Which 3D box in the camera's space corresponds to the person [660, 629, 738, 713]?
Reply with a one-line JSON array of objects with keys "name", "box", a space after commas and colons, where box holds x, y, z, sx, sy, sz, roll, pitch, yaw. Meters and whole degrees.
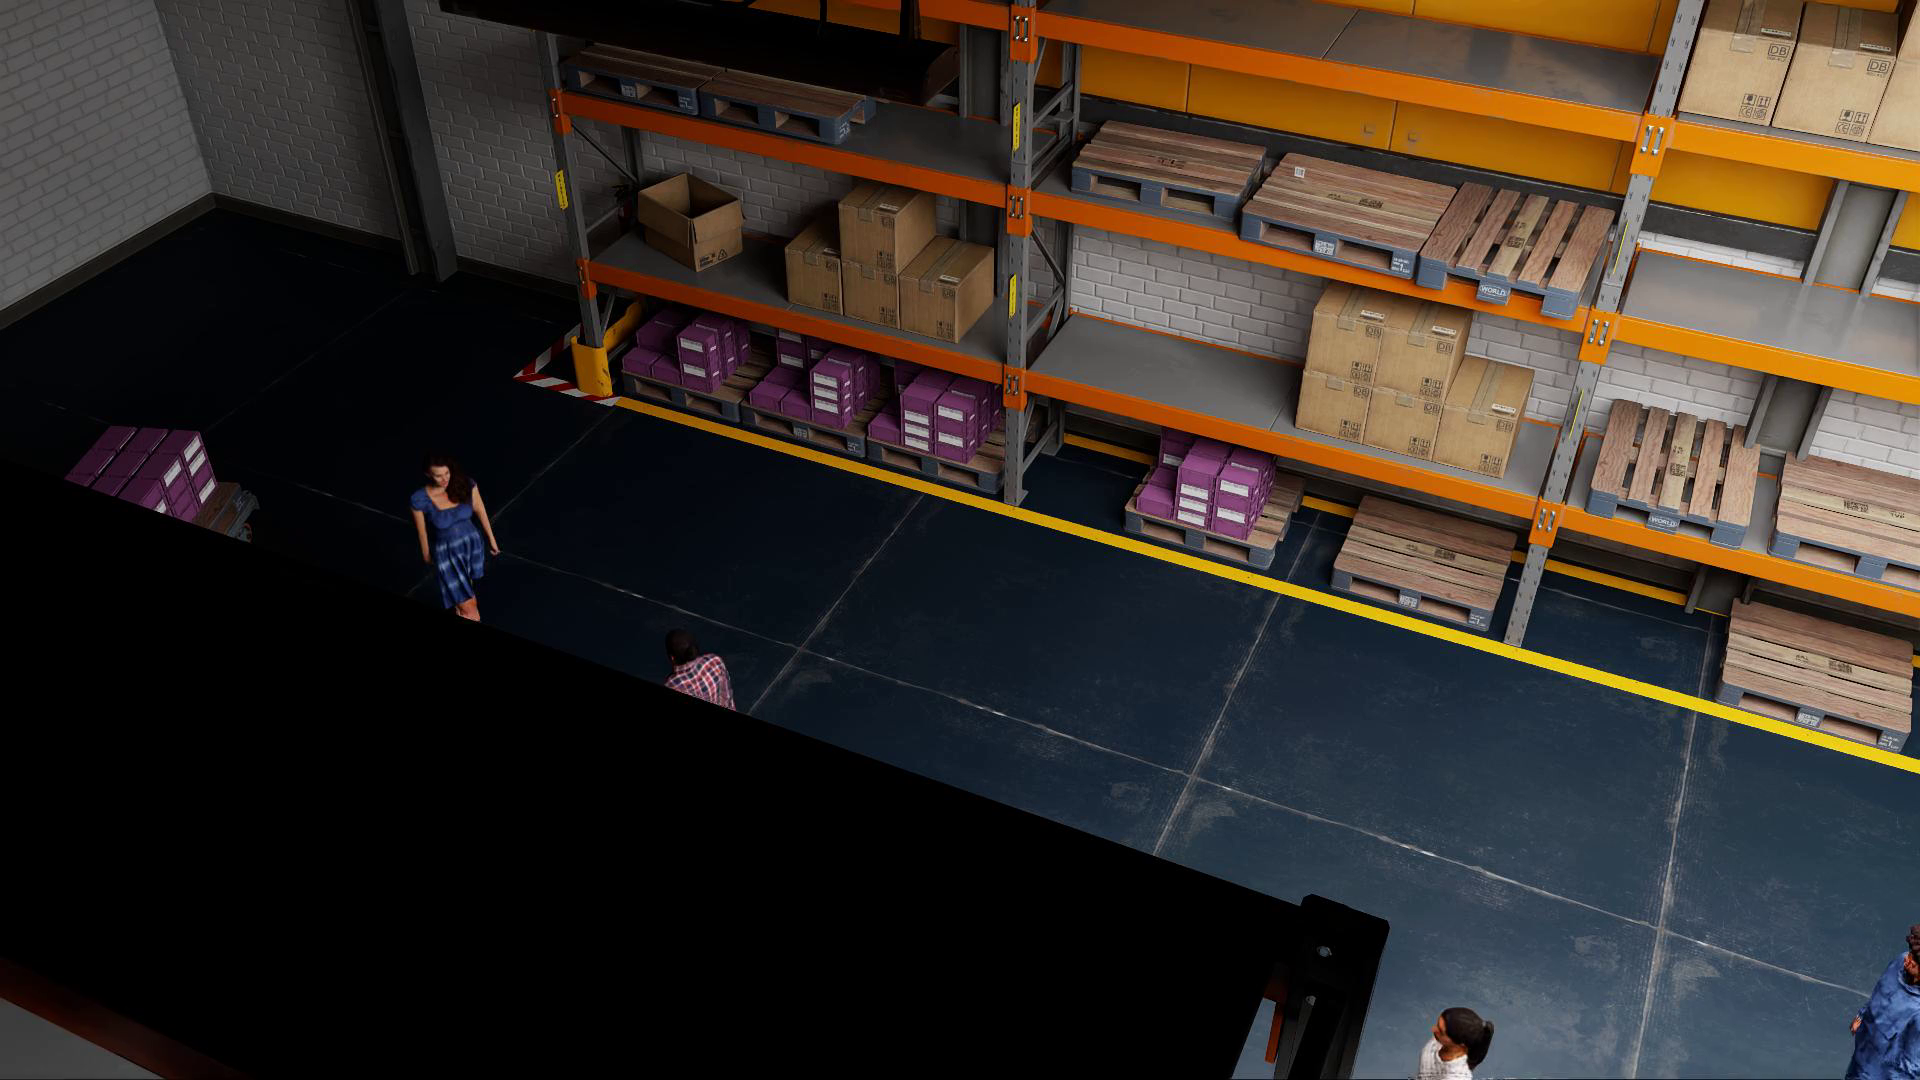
[{"name": "person", "box": [-1.551, 1.253, 10.153, 0.759, 1.750, 0.792, 27, 46, 30]}]

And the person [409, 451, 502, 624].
[{"name": "person", "box": [-3.526, 0.093, 11.607, 0.964, 1.748, 1.262, -28, 46, -30]}]

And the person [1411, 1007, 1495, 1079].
[{"name": "person", "box": [2.435, 2.845, 8.256, 0.668, 1.630, 0.627, 10, 40, 12]}]

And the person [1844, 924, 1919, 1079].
[{"name": "person", "box": [4.765, 2.607, 8.415, 0.698, 1.803, 0.733, 9, 40, 11]}]
